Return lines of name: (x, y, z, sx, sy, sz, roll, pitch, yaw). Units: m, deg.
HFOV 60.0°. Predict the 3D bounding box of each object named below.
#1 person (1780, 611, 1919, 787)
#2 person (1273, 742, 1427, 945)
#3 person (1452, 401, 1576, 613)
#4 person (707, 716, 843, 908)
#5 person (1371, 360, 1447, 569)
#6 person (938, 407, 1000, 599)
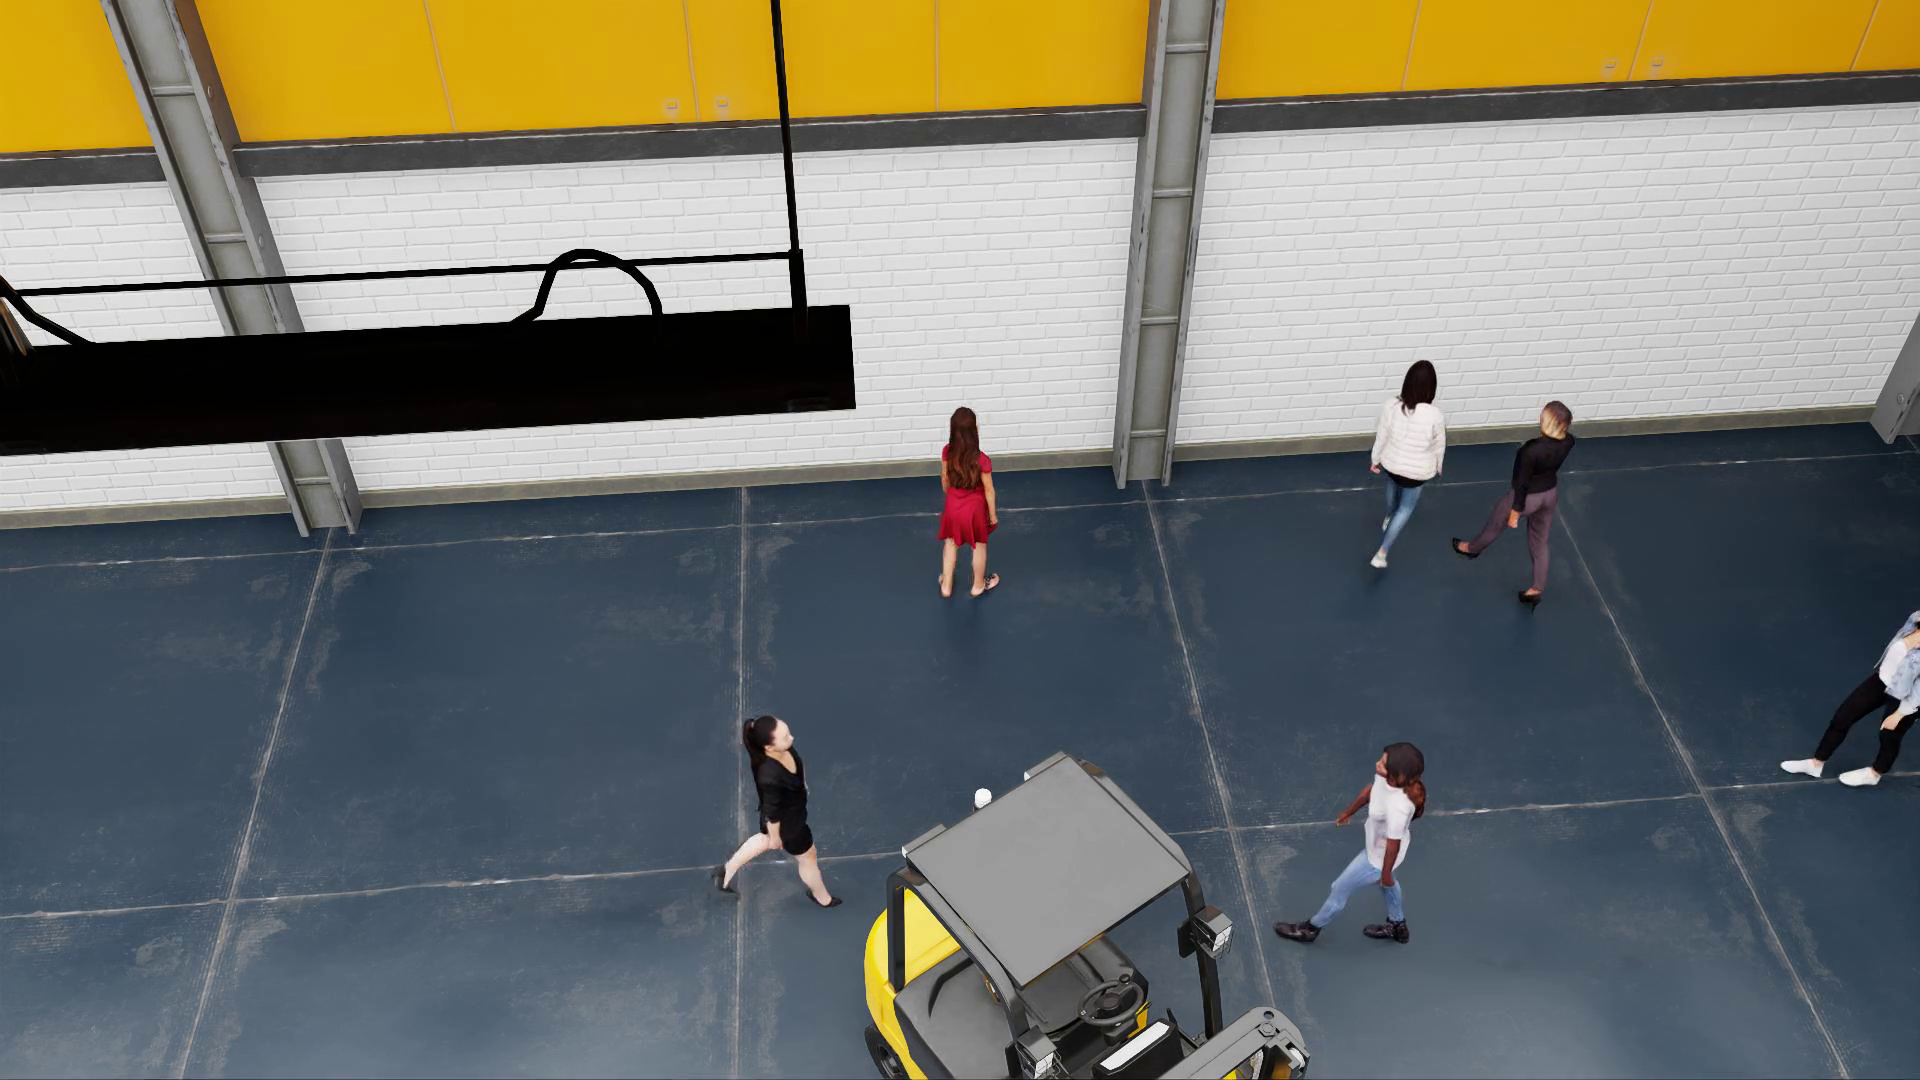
person: (5.646, 0.919, 9.872, 0.842, 1.693, 0.647, -1, 44, -1)
person: (2.376, 1.693, 9.063, 1.073, 1.689, 0.798, 9, 44, 10)
person: (3.859, -0.185, 11.074, 1.026, 1.634, 0.892, -20, 47, -19)
person: (-1.075, 1.528, 9.250, 0.994, 1.670, 0.604, -2, 44, -3)
person: (3.058, -0.500, 11.419, 1.029, 1.614, 1.068, 27, 50, 25)
person: (0.027, -0.232, 11.187, 0.715, 1.545, 0.776, 26, 49, 25)
